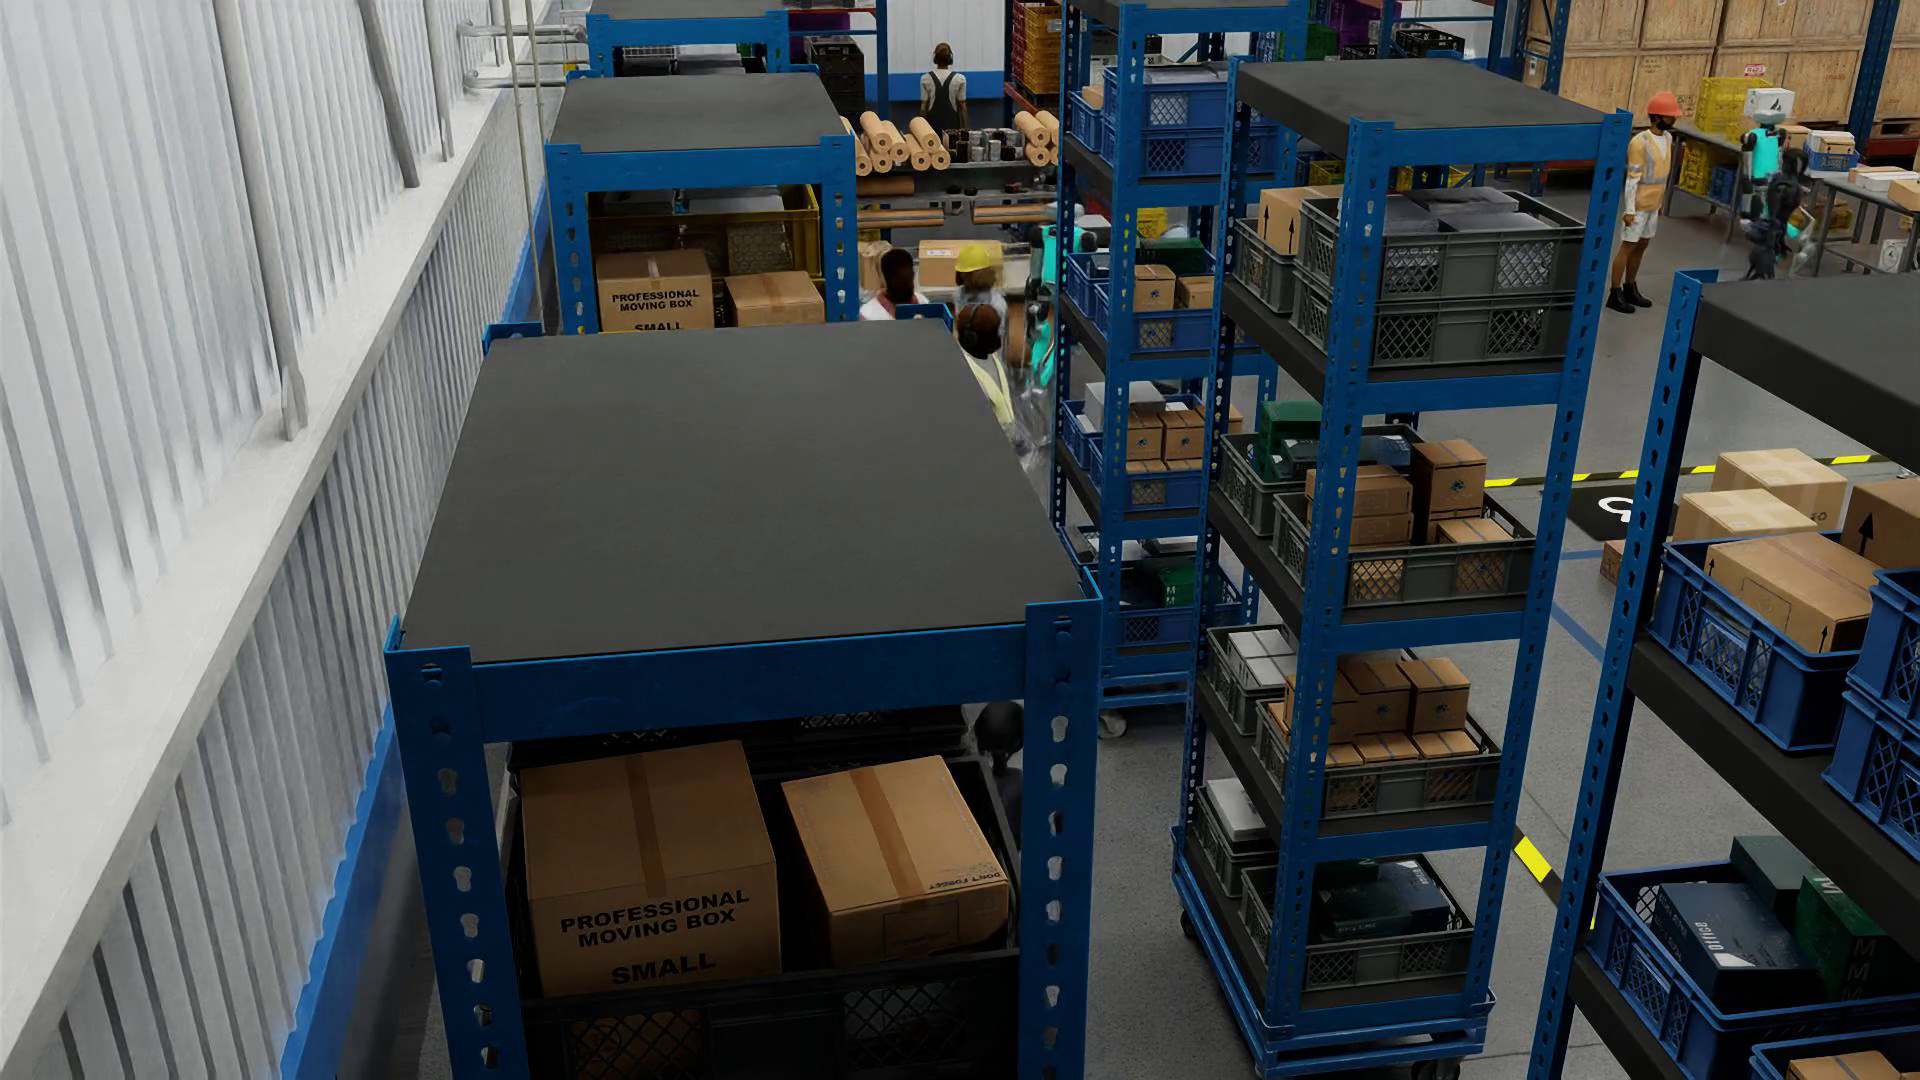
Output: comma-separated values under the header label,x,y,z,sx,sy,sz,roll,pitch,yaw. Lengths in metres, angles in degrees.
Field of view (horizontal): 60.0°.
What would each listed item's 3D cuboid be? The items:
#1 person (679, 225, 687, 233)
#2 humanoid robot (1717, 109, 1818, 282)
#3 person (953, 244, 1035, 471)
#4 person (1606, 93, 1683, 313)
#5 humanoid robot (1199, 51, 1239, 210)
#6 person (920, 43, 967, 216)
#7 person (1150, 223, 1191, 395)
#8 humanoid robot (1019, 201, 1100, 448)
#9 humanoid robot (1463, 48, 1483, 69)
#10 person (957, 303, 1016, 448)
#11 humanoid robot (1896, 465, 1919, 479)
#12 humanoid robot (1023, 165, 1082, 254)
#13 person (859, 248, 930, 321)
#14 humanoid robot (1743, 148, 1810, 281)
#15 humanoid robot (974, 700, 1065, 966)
label,x,y,z,sx,sy,sz,roll,pitch,yaw
person,-2.181,-1.847,12.255,0.612,1.991,0.978,5,25,10
humanoid robot,7.332,-2.919,14.870,0.532,1.731,0.965,-14,28,-28
person,0.156,-1.154,11.084,0.482,1.709,0.789,21,32,39
person,6.120,-2.999,14.823,0.551,1.935,0.361,-19,31,-35
humanoid robot,2.744,-4.374,18.070,0.531,1.752,0.916,14,28,28
person,-0.179,-4.453,18.091,0.508,1.844,0.330,1,25,1
person,1.369,-1.254,11.184,0.596,1.818,0.465,17,30,33
humanoid robot,0.590,-1.388,11.685,0.540,1.873,0.789,15,29,29
humanoid robot,5.322,-4.473,18.398,0.543,1.914,0.705,-18,30,-34
person,0.096,-0.445,9.384,0.429,1.841,0.632,8,26,17
humanoid robot,6.425,-1.146,10.867,0.735,1.681,0.533,-11,27,-22
humanoid robot,0.813,-2.446,14.012,0.609,1.650,0.770,-14,28,-27
person,-0.421,-0.909,10.348,0.604,1.873,0.979,-21,32,-38
humanoid robot,6.893,-2.534,14.197,0.808,1.625,0.600,17,30,32
humanoid robot,0.133,1.326,5.730,0.600,1.639,0.510,10,26,20
